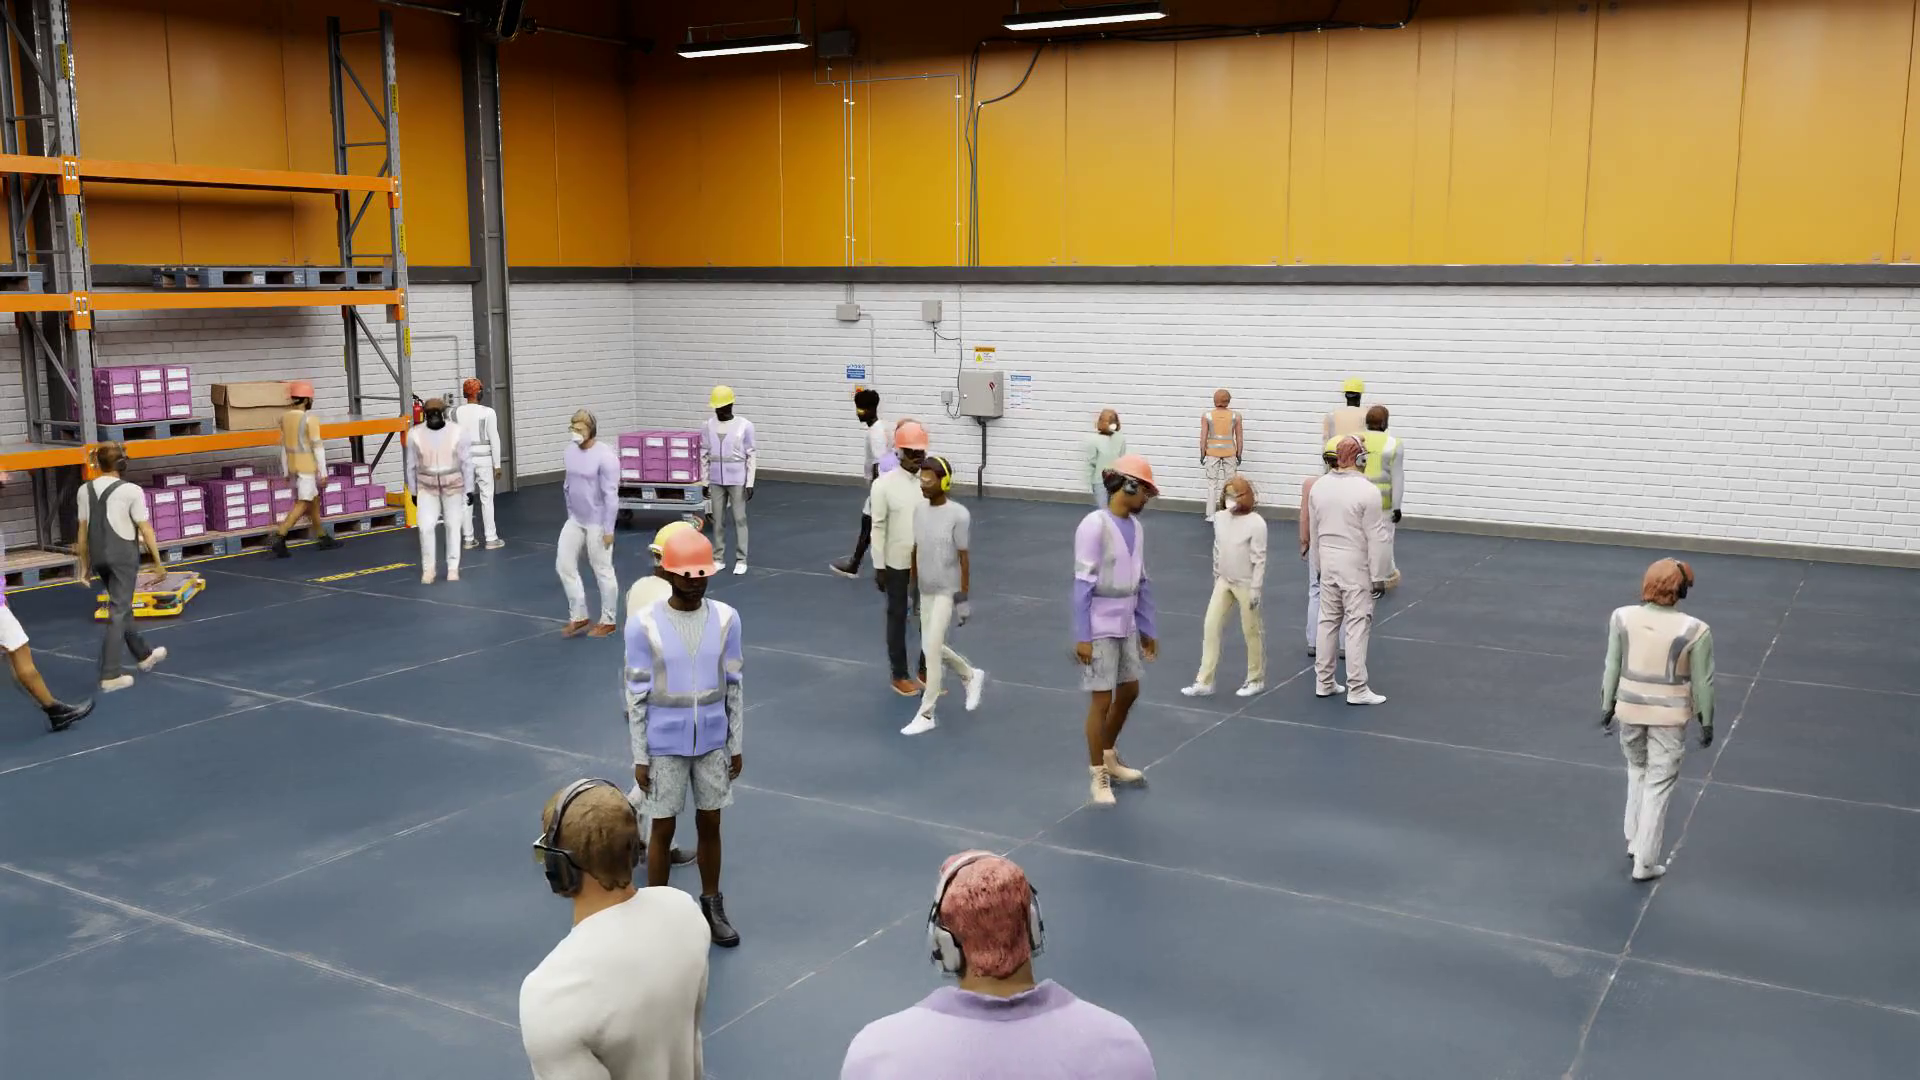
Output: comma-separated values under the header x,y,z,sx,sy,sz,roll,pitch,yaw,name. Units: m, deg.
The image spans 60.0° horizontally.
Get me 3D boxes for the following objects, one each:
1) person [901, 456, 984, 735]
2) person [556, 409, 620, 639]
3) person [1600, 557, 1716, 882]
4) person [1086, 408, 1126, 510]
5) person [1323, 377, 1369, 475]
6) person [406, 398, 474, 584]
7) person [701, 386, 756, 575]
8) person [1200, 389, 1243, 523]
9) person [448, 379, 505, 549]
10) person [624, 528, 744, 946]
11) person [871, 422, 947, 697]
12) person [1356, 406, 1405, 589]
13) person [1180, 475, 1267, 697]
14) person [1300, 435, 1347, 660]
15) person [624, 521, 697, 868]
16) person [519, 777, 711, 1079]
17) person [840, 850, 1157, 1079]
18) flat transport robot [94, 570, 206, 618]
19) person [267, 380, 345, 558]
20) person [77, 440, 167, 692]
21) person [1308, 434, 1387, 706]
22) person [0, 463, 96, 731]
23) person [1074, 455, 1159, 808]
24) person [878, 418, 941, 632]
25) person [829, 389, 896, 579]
x,y,z,sx,sy,sz,roll,pitch,yaw,name
-0.106,0.342,11.135,0.519,1.845,0.797,9,13,44,person
-3.101,-0.114,13.707,0.663,1.915,0.647,7,11,36,person
3.537,0.889,8.374,0.568,1.619,0.538,-8,12,-42,person
1.521,-0.605,17.713,0.506,1.622,0.571,-5,11,-31,person
4.209,-0.791,17.916,0.593,1.923,0.386,5,10,28,person
-5.080,-0.474,16.280,0.648,1.823,0.605,-2,9,-13,person
-2.344,-0.600,16.761,0.589,1.913,0.399,3,10,18,person
3.175,-1.016,20.218,0.521,1.636,0.311,1,9,5,person
-5.320,-0.833,18.314,0.572,1.883,0.356,1,9,9,person
-1.200,0.898,7.387,0.541,1.929,0.391,-5,10,-27,person
-0.315,0.159,11.807,0.651,1.978,0.593,-5,10,-29,person
3.920,-0.376,15.736,0.650,1.789,0.944,6,11,33,person
1.897,0.347,11.794,0.741,1.600,0.524,-7,12,-39,person
2.948,0.057,13.120,0.534,1.767,0.319,4,10,26,person
-1.472,0.802,8.368,0.459,1.800,0.596,-5,10,-28,person
-0.766,1.475,3.736,0.351,1.936,0.635,3,10,18,person
0.098,1.575,3.314,0.670,1.877,0.684,-2,9,-10,person
-7.358,0.477,15.150,0.652,0.197,1.431,-2,9,-14,flat transport robot
-7.098,-0.770,17.888,0.558,1.900,0.966,6,11,32,person
-6.138,0.159,12.318,0.523,1.812,0.878,2,9,14,person
2.757,0.206,11.740,0.410,1.913,0.643,-6,11,-35,person
-6.209,0.373,10.766,0.549,1.891,0.962,7,12,38,person
0.844,0.517,9.570,0.421,1.994,0.689,8,12,40,person
-0.411,-0.132,14.145,0.566,1.814,0.851,-1,9,-9,person
-0.773,-0.531,16.335,1.029,1.901,0.651,-1,9,-7,person
